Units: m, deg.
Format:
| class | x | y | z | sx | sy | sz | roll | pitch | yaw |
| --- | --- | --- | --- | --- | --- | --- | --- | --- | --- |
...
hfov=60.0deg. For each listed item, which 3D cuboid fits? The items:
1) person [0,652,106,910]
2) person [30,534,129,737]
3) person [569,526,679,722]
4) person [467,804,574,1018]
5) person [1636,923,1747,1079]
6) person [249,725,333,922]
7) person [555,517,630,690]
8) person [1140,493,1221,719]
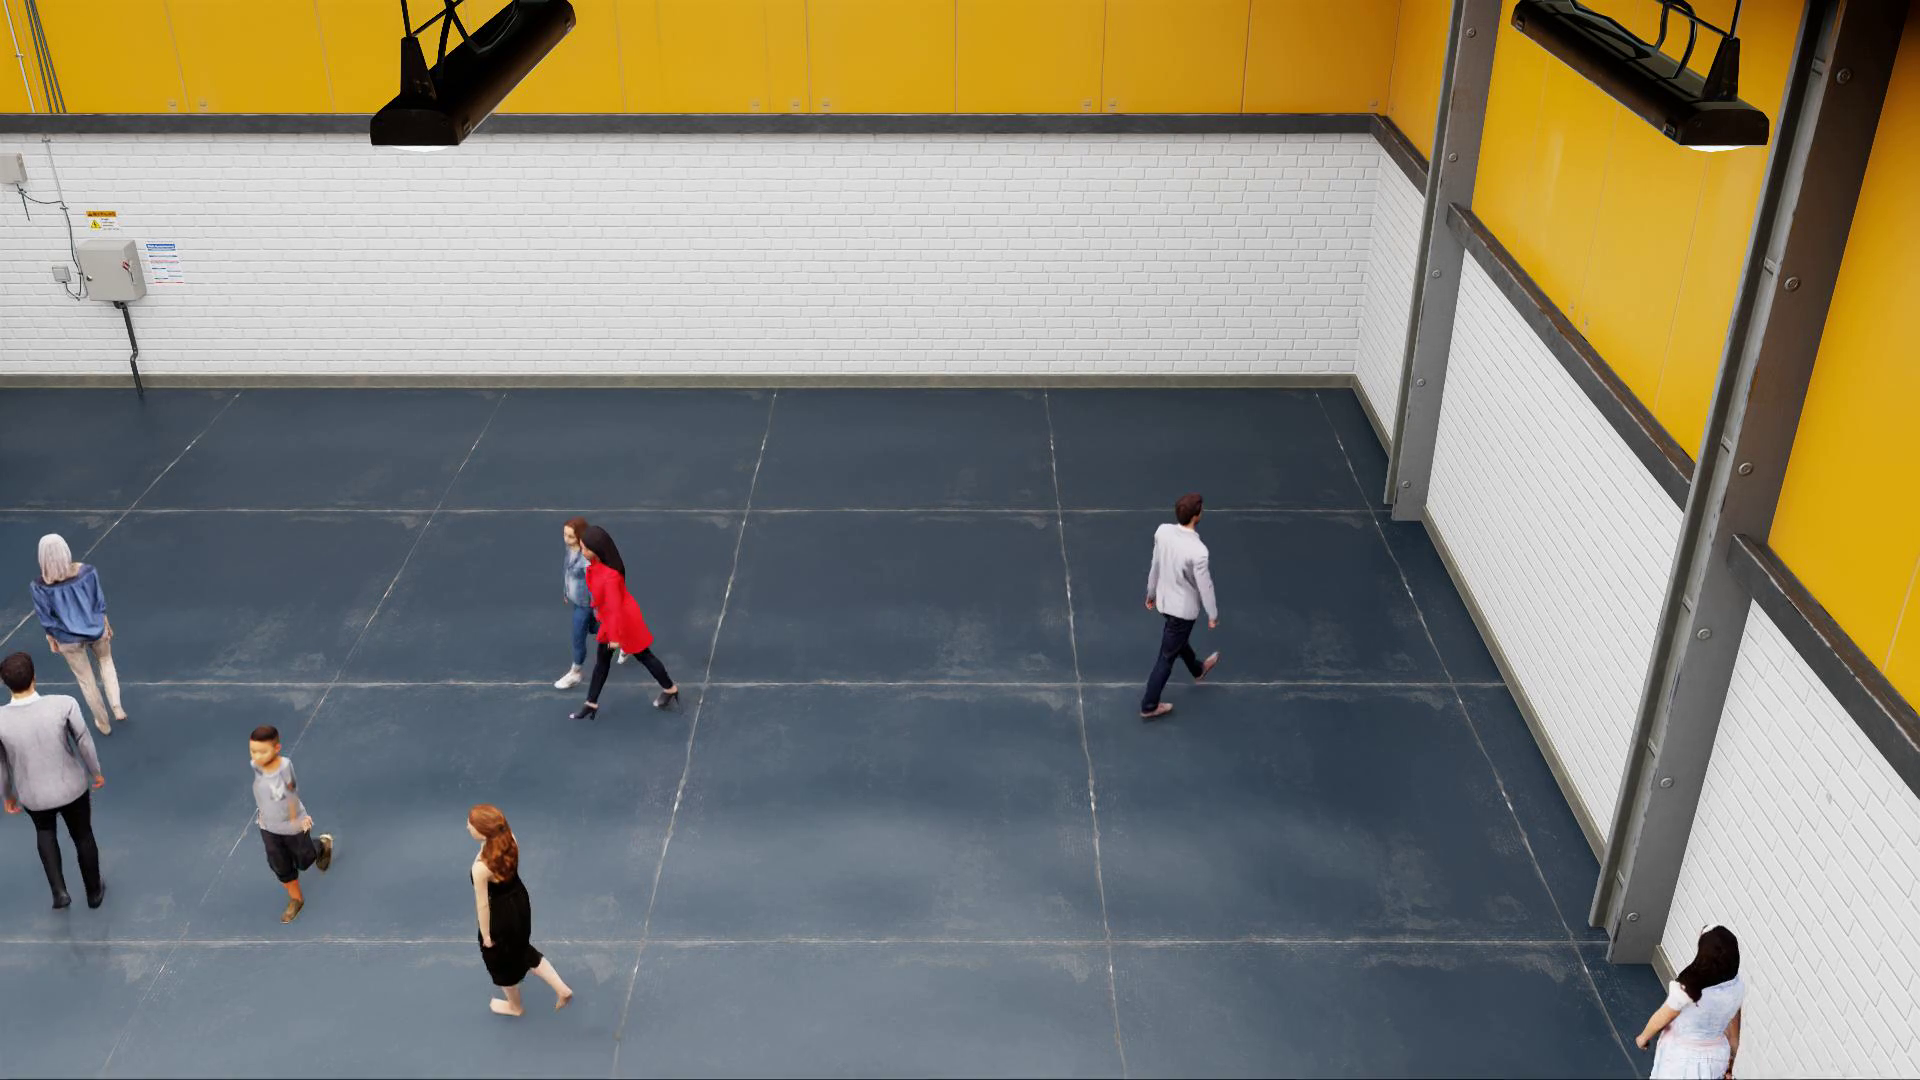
| class | x | y | z | sx | sy | sz | roll | pitch | yaw |
| --- | --- | --- | --- | --- | --- | --- | --- | --- | --- |
| person | -5.754 | 1.602 | 10.529 | 0.852 | 1.916 | 0.854 | -11 | 31 | -20 |
| person | -6.495 | 0.741 | 12.342 | 0.745 | 1.691 | 0.795 | -21 | 35 | -33 |
| person | -2.475 | 0.625 | 12.569 | 1.011 | 1.677 | 1.116 | -12 | 31 | -21 |
| person | -2.589 | 2.213 | 9.729 | 0.798 | 1.608 | 0.823 | 10 | 30 | 18 |
| person | 3.768 | 2.802 | 8.478 | 0.824 | 1.773 | 1.169 | -7 | 29 | -12 |
| person | -4.367 | 1.735 | 10.780 | 0.624 | 1.441 | 0.872 | 4 | 29 | 7 |
| person | -2.900 | 0.458 | 13.107 | 0.938 | 1.455 | 0.984 | -17 | 33 | -28 |
| person | 1.576 | 0.534 | 12.601 | 1.182 | 1.806 | 1.218 | -19 | 34 | -30 |
